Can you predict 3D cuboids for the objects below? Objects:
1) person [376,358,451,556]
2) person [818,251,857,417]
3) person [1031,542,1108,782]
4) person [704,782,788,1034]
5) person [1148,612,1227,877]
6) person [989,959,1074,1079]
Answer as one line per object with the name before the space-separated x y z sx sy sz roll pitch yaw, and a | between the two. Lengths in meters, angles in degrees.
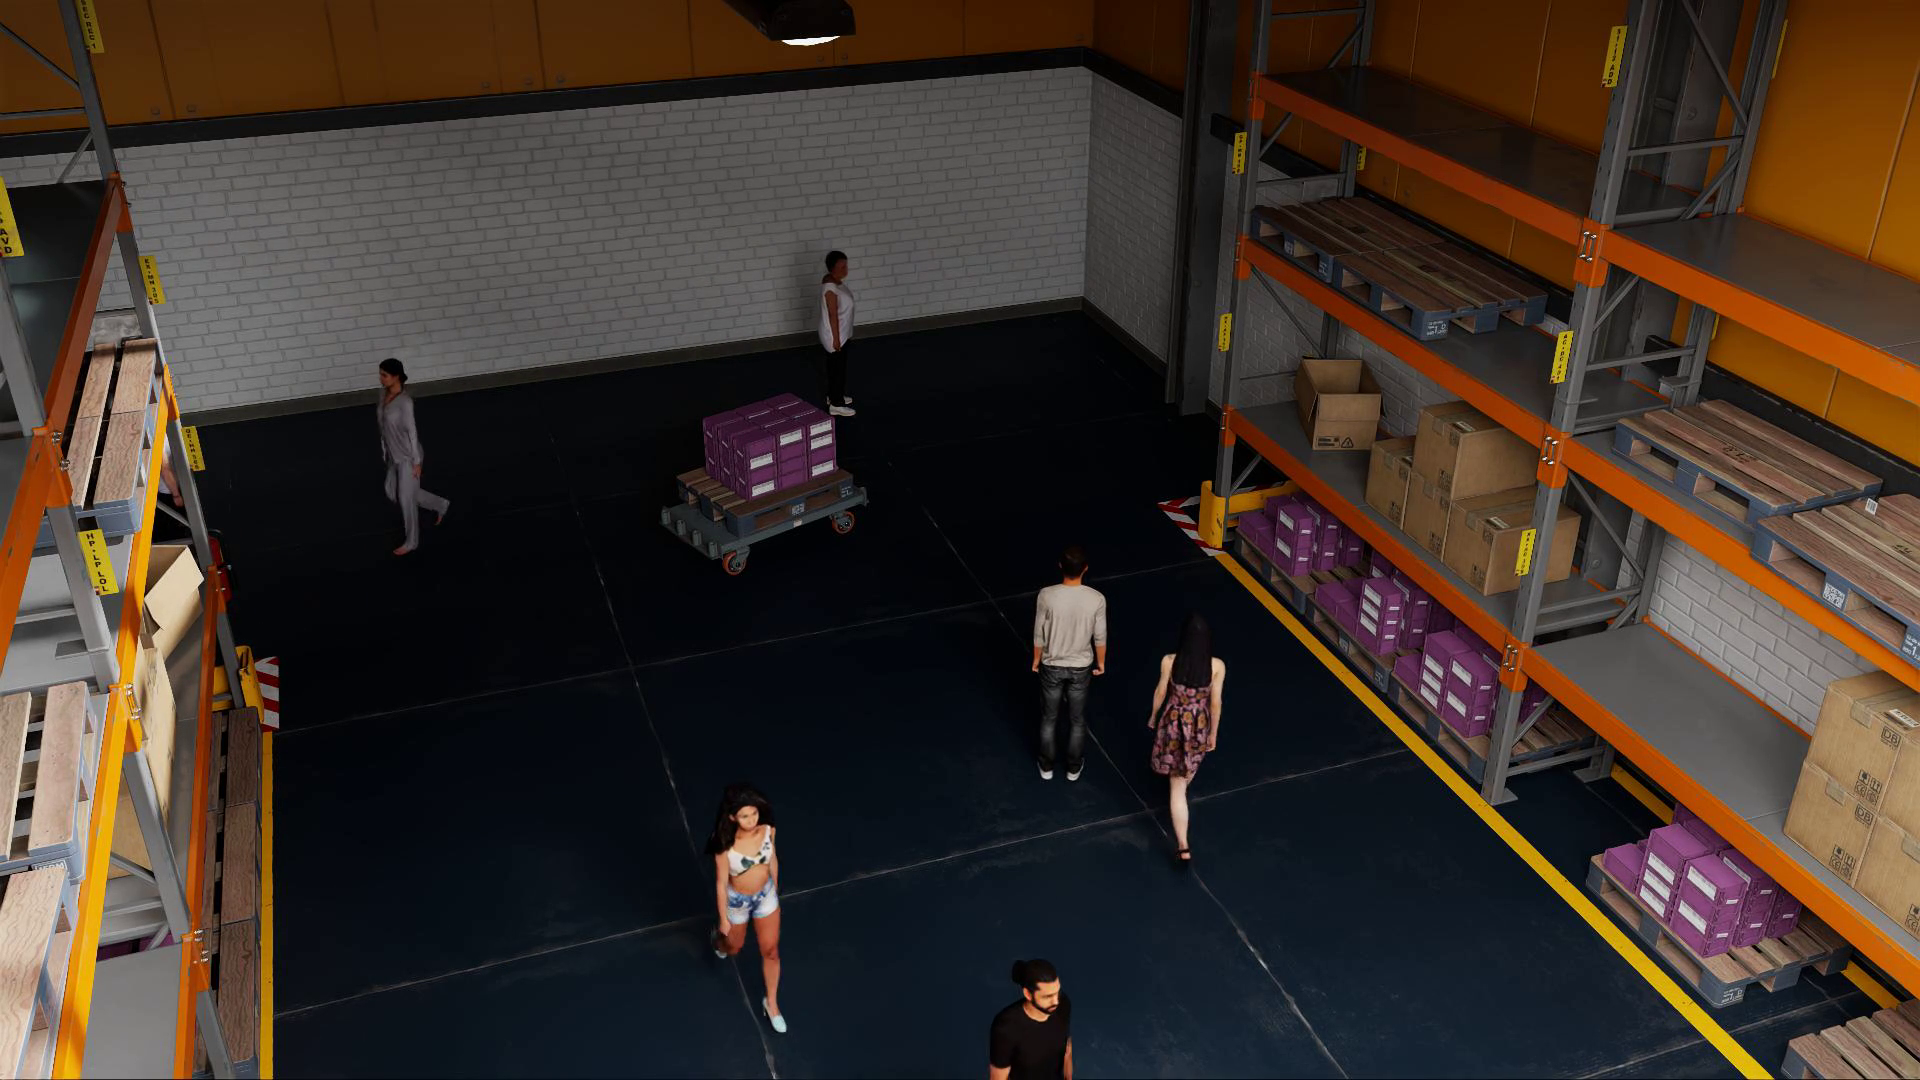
person | -4.720 -0.753 14.295 0.908 1.760 0.898 22 36 35
person | -1.240 -2.116 16.870 0.775 1.686 0.625 -3 29 -5
person | 0.726 0.849 11.310 0.726 1.805 0.682 1 29 1
person | -1.228 2.018 9.380 0.736 1.602 1.033 -19 34 -31
person | 1.432 1.300 10.565 0.867 1.728 1.220 0 29 0
person | 0.284 2.672 8.024 0.768 1.752 0.816 -22 35 -34
